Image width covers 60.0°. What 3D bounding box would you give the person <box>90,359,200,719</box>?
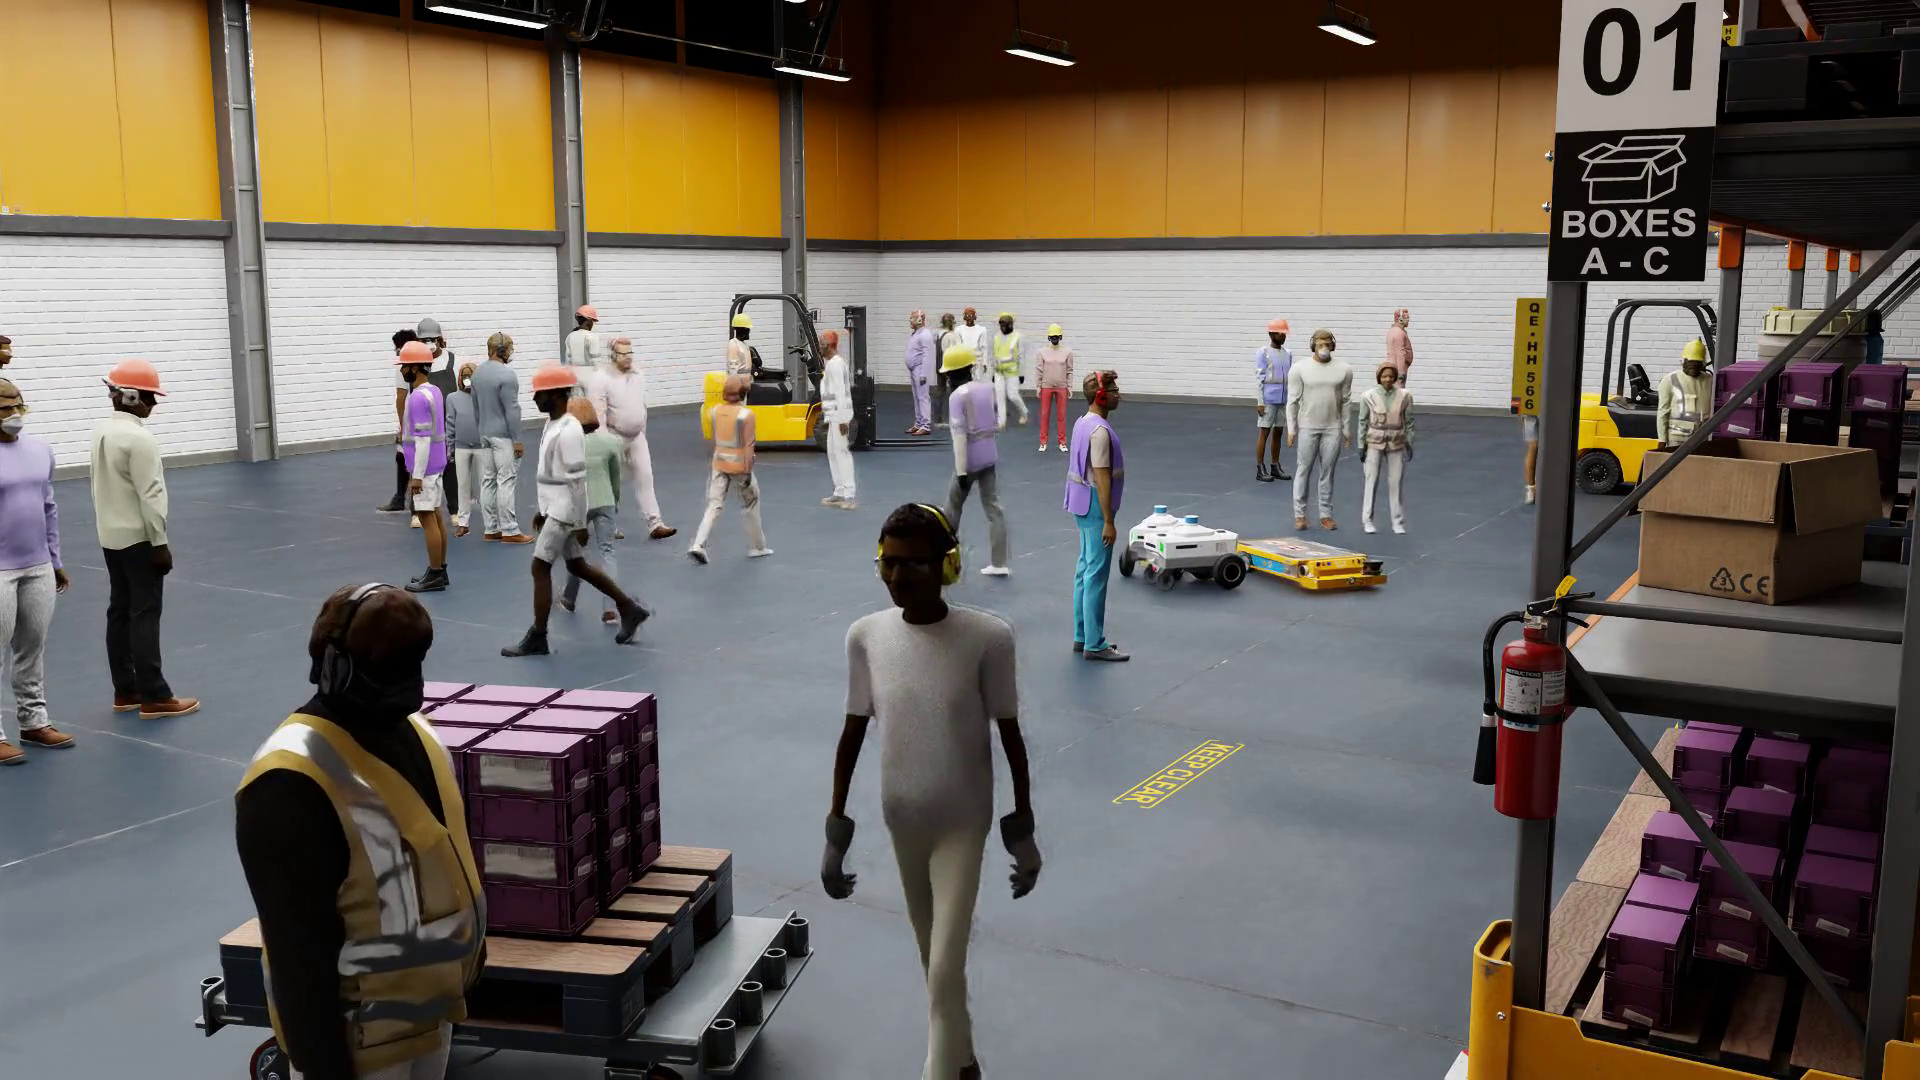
[{"bbox_3d":[-4.560,-0.006,9.234,0.612,1.984,0.401,7,12,39],"label":"person"}]

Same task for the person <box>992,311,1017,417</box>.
[{"bbox_3d":[0.764,-3.006,28.481,0.430,1.819,0.620,-2,9,-12],"label":"person"}]

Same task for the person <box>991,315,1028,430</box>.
[{"bbox_3d":[0.794,-2.641,26.210,0.638,1.822,0.628,7,11,37],"label":"person"}]

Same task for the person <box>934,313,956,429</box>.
[{"bbox_3d":[-0.114,-2.679,26.417,0.759,1.819,0.521,-7,11,-36],"label":"person"}]

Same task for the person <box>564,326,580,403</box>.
[{"bbox_3d":[-5.467,-2.234,24.026,0.535,1.700,0.318,2,9,11],"label":"person"}]

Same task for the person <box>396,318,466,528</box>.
[{"bbox_3d":[-5.075,-1.129,16.068,0.688,2.000,0.536,-3,10,-18],"label":"person"}]

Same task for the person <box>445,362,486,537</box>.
[{"bbox_3d":[-4.546,-0.840,15.530,0.499,1.633,0.286,-1,9,-4],"label":"person"}]

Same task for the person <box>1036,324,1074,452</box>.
[{"bbox_3d":[1.305,-2.094,22.946,0.527,1.768,0.314,0,9,-1],"label":"person"}]

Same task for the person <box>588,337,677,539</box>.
[{"bbox_3d":[-3.021,-0.908,15.206,0.919,1.864,0.682,8,12,40],"label":"person"}]

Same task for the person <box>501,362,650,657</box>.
[{"bbox_3d":[-2.502,-0.207,10.781,0.933,1.908,0.538,-3,10,-18],"label":"person"}]

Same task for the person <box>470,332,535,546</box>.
[{"bbox_3d":[-4.158,-0.912,15.052,0.627,1.934,0.371,8,12,41],"label":"person"}]

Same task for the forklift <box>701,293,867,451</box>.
[{"bbox_3d":[-2.458,-2.344,23.176,2.313,2.155,1.214,0,9,-2],"label":"forklift"}]

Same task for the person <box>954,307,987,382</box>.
[{"bbox_3d":[0.171,-3.009,28.289,0.584,1.882,0.344,0,9,0],"label":"person"}]

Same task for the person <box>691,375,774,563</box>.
[{"bbox_3d":[-1.968,-0.605,14.165,0.519,1.603,0.836,6,11,31],"label":"person"}]

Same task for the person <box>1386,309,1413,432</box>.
[{"bbox_3d":[6.862,-2.647,25.964,0.407,1.908,0.641,0,9,2],"label":"person"}]

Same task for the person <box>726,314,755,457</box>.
[{"bbox_3d":[-2.905,-2.029,22.035,0.384,1.928,0.589,1,9,8],"label":"person"}]

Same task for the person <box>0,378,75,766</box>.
[{"bbox_3d":[-4.801,0.148,8.412,0.366,1.938,0.630,3,10,19],"label":"person"}]

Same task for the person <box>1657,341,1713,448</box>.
[{"bbox_3d":[6.946,-0.990,15.867,0.601,1.823,0.404,-1,9,-8],"label":"person"}]

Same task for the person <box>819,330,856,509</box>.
[{"bbox_3d":[-1.279,-1.265,17.500,0.369,1.864,0.732,-1,9,-8],"label":"person"}]

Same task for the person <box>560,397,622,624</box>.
[{"bbox_3d":[-2.641,-0.221,11.810,0.506,1.590,0.827,-4,10,-24],"label":"person"}]

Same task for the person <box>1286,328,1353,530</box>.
[{"bbox_3d":[3.439,-1.057,15.935,0.635,1.937,0.351,-1,9,-3],"label":"person"}]

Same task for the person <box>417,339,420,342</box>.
[{"bbox_3d":[-6.912,-1.746,21.166,0.511,1.641,0.309,3,10,18],"label":"person"}]

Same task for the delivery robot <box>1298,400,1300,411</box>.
[{"bbox_3d":[5.350,-2.292,27.657,0.477,0.478,0.707,-3,10,-17],"label":"delivery robot"}]

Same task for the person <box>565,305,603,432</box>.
[{"bbox_3d":[-4.984,-2.120,22.268,0.606,2.037,0.382,6,11,34],"label":"person"}]

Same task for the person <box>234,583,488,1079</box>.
[{"bbox_3d":[-1.194,0.995,3.447,0.430,1.839,0.619,1,9,4],"label":"person"}]

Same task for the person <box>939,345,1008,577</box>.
[{"bbox_3d":[0.024,-0.643,13.534,0.946,1.865,0.631,7,12,39],"label":"person"}]

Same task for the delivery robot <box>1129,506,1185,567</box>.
[{"bbox_3d":[1.635,-0.038,13.592,0.477,0.478,0.707,4,10,22],"label":"delivery robot"}]

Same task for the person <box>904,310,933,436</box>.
[{"bbox_3d":[-0.641,-2.544,25.314,0.404,1.911,0.636,-3,9,-16],"label":"person"}]

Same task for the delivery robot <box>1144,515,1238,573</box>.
[{"bbox_3d":[1.808,0.051,13.033,0.707,0.478,0.477,-3,10,-19],"label":"delivery robot"}]

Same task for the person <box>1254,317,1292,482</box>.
[{"bbox_3d":[3.733,-1.662,19.706,0.545,1.941,0.350,-6,11,-34],"label":"person"}]

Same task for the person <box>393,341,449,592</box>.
[{"bbox_3d":[-4.163,-0.565,12.866,0.356,1.937,0.552,-1,9,-6],"label":"person"}]

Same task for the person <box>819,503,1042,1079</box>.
[{"bbox_3d":[-0.101,0.816,4.549,0.568,1.835,0.892,4,10,23],"label":"person"}]

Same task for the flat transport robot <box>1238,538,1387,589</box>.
[{"bbox_3d":[2.756,0.169,13.475,0.652,0.197,1.431,-4,10,-22],"label":"flat transport robot"}]

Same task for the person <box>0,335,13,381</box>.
[{"bbox_3d":[-9.209,-1.028,15.987,0.327,1.865,0.514,-8,12,-42],"label":"person"}]

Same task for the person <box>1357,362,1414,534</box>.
[{"bbox_3d":[4.011,-0.863,15.702,0.519,1.627,0.328,0,9,2],"label":"person"}]

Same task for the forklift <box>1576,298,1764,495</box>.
[{"bbox_3d":[7.954,-1.589,18.462,2.313,2.155,1.214,5,11,30],"label":"forklift"}]

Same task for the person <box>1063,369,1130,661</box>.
[{"bbox_3d":[0.865,-0.159,10.605,0.389,1.850,0.567,-1,9,-8],"label":"person"}]

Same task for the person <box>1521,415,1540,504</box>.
[{"bbox_3d":[6.250,-1.391,17.722,0.516,2.030,0.648,-6,11,-33],"label":"person"}]

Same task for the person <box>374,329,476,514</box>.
[{"bbox_3d":[-5.444,-1.188,16.875,0.954,1.912,0.603,-3,10,-19],"label":"person"}]
